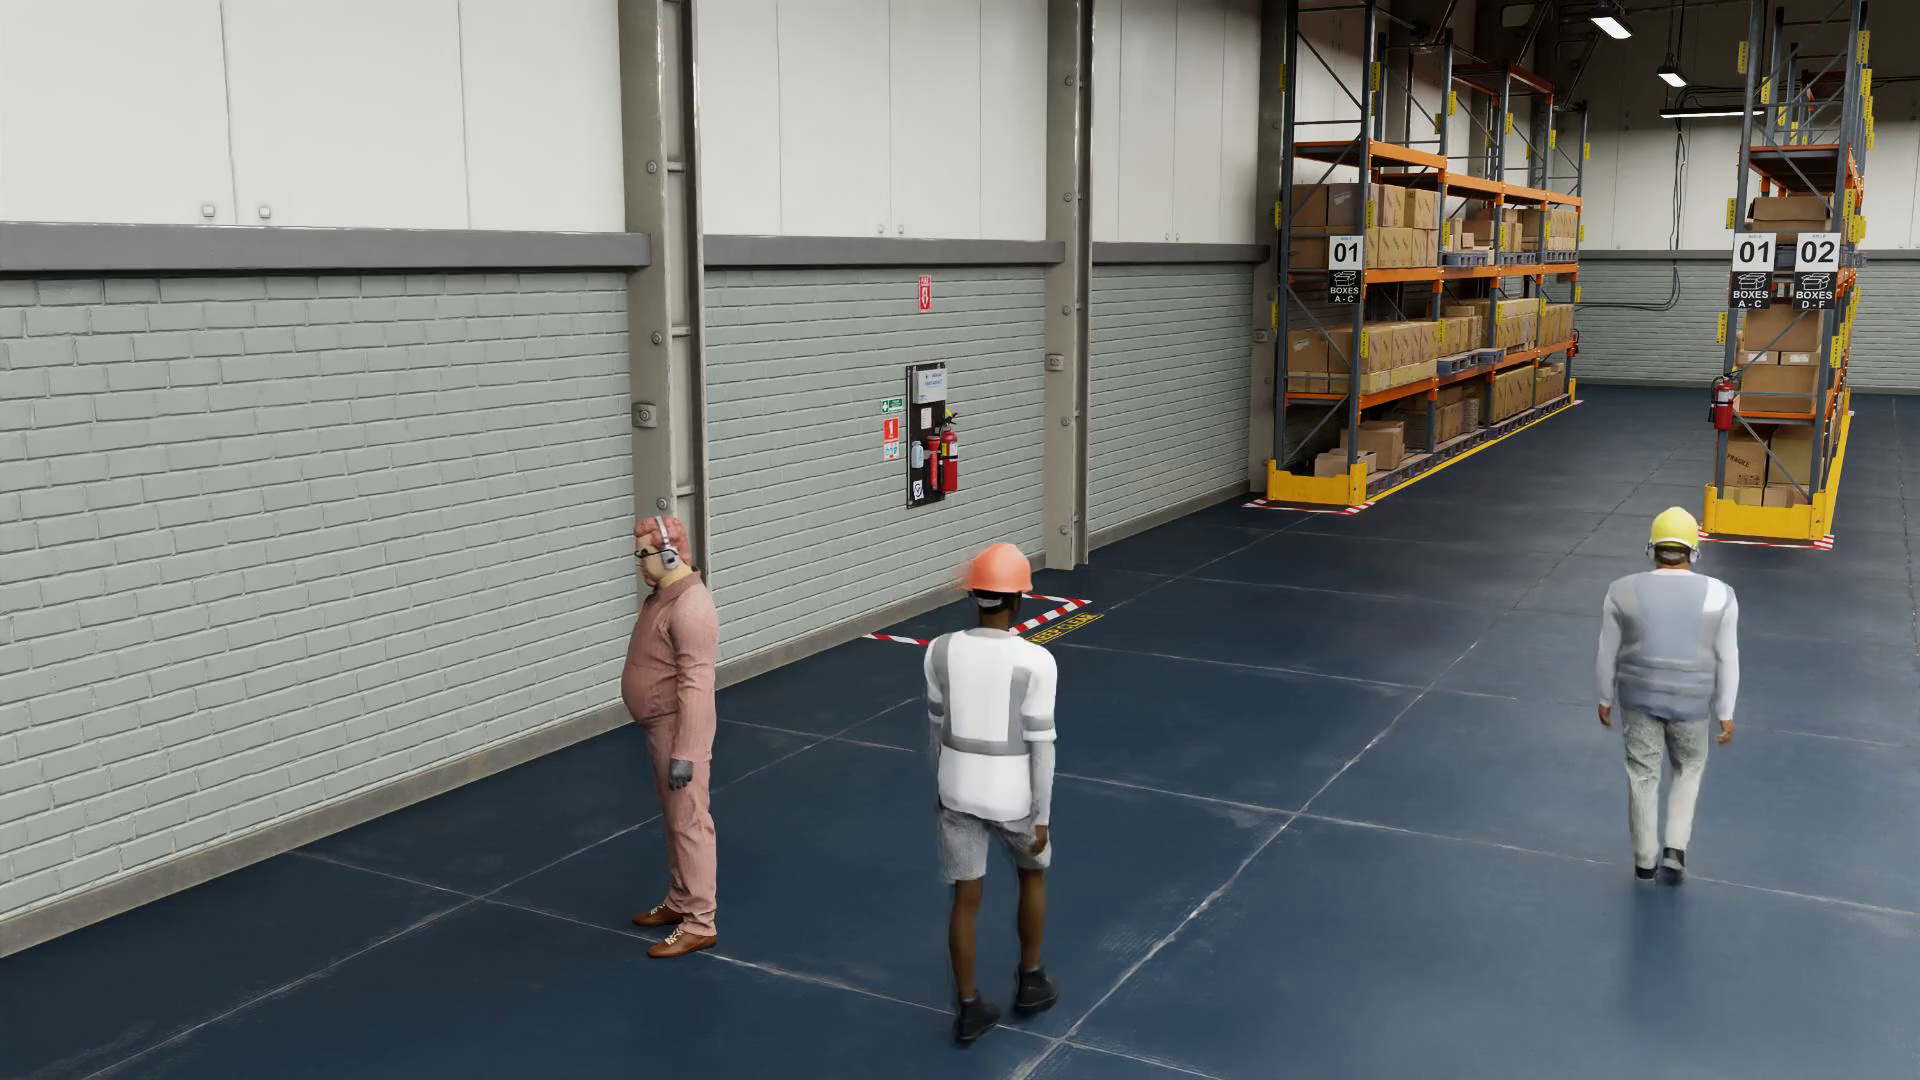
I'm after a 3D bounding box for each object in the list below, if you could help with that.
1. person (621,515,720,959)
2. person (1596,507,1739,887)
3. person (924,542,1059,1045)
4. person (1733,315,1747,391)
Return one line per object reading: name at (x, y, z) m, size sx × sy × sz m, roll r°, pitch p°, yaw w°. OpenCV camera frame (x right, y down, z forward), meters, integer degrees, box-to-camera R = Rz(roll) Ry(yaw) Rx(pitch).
person at (-1.246, 0.833, 7.172) m, size 0.407 × 1.902 × 0.638 m, roll -3°, pitch 10°, yaw -18°
person at (3.347, 0.747, 7.909) m, size 0.624 × 1.815 × 0.459 m, roll 4°, pitch 11°, yaw 23°
person at (0.150, 0.952, 6.456) m, size 0.546 × 1.914 × 0.721 m, roll 3°, pitch 10°, yaw 19°
person at (15.096, -3.395, 31.950) m, size 0.531 × 1.898 × 0.909 m, roll 7°, pitch 12°, yaw 35°
